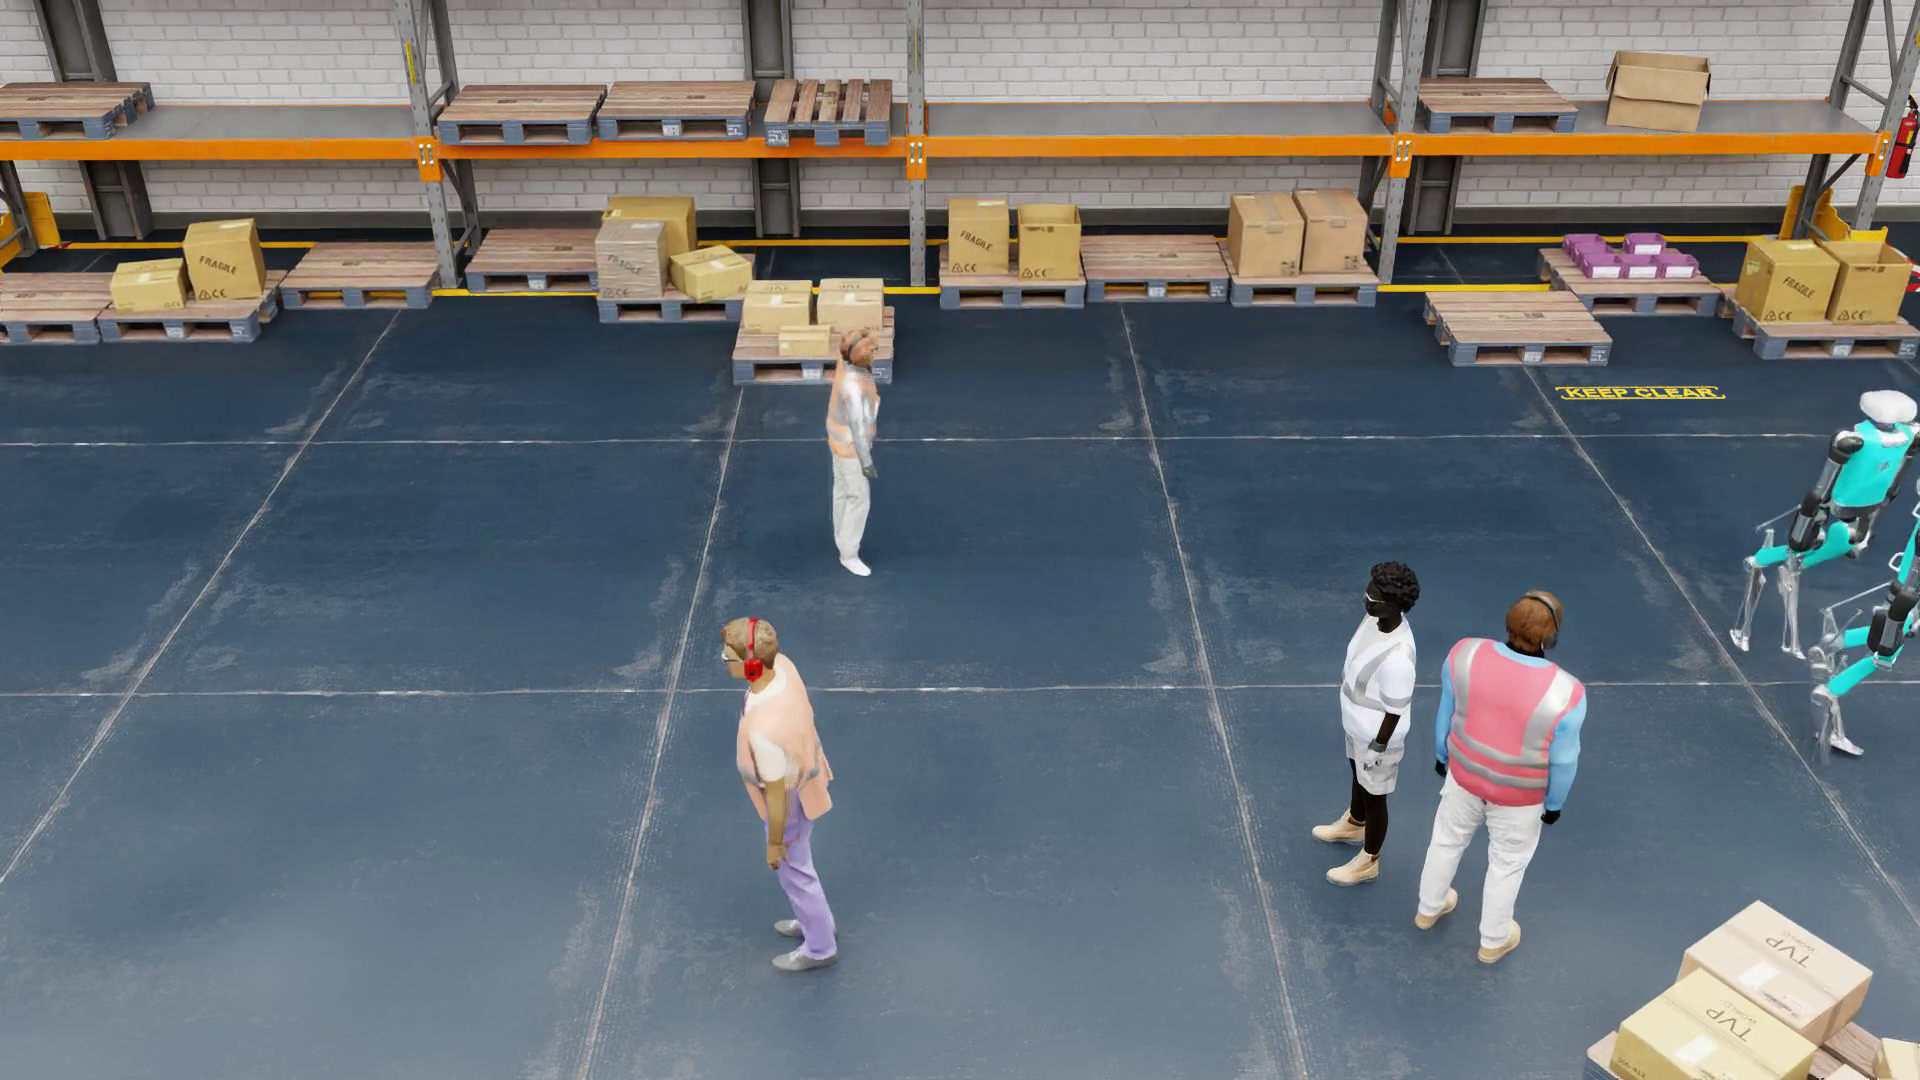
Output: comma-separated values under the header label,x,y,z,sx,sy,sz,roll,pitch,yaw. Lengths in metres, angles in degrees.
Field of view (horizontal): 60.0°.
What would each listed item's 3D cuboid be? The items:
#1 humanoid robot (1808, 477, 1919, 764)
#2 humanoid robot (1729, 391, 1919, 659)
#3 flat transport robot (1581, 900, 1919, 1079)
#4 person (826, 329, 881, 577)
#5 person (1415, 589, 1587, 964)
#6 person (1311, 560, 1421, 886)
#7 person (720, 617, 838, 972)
label,x,y,z,sx,sy,sz,roll,pitch,yaw
humanoid robot,4.553,0.425,8.383,0.683,1.899,0.566,25,39,35
humanoid robot,4.694,-0.112,9.180,0.542,1.775,0.815,-7,32,-12
flat transport robot,3.179,2.375,6.458,1.431,0.231,0.659,-20,36,-30
person,-0.650,-0.594,10.093,0.323,1.611,0.653,-5,31,-8
person,2.334,1.018,7.206,0.620,1.836,0.430,25,39,35
person,1.885,0.835,7.633,0.318,1.696,0.534,-1,31,-1
person,-0.751,1.105,7.072,0.432,1.822,0.578,-2,31,-3
